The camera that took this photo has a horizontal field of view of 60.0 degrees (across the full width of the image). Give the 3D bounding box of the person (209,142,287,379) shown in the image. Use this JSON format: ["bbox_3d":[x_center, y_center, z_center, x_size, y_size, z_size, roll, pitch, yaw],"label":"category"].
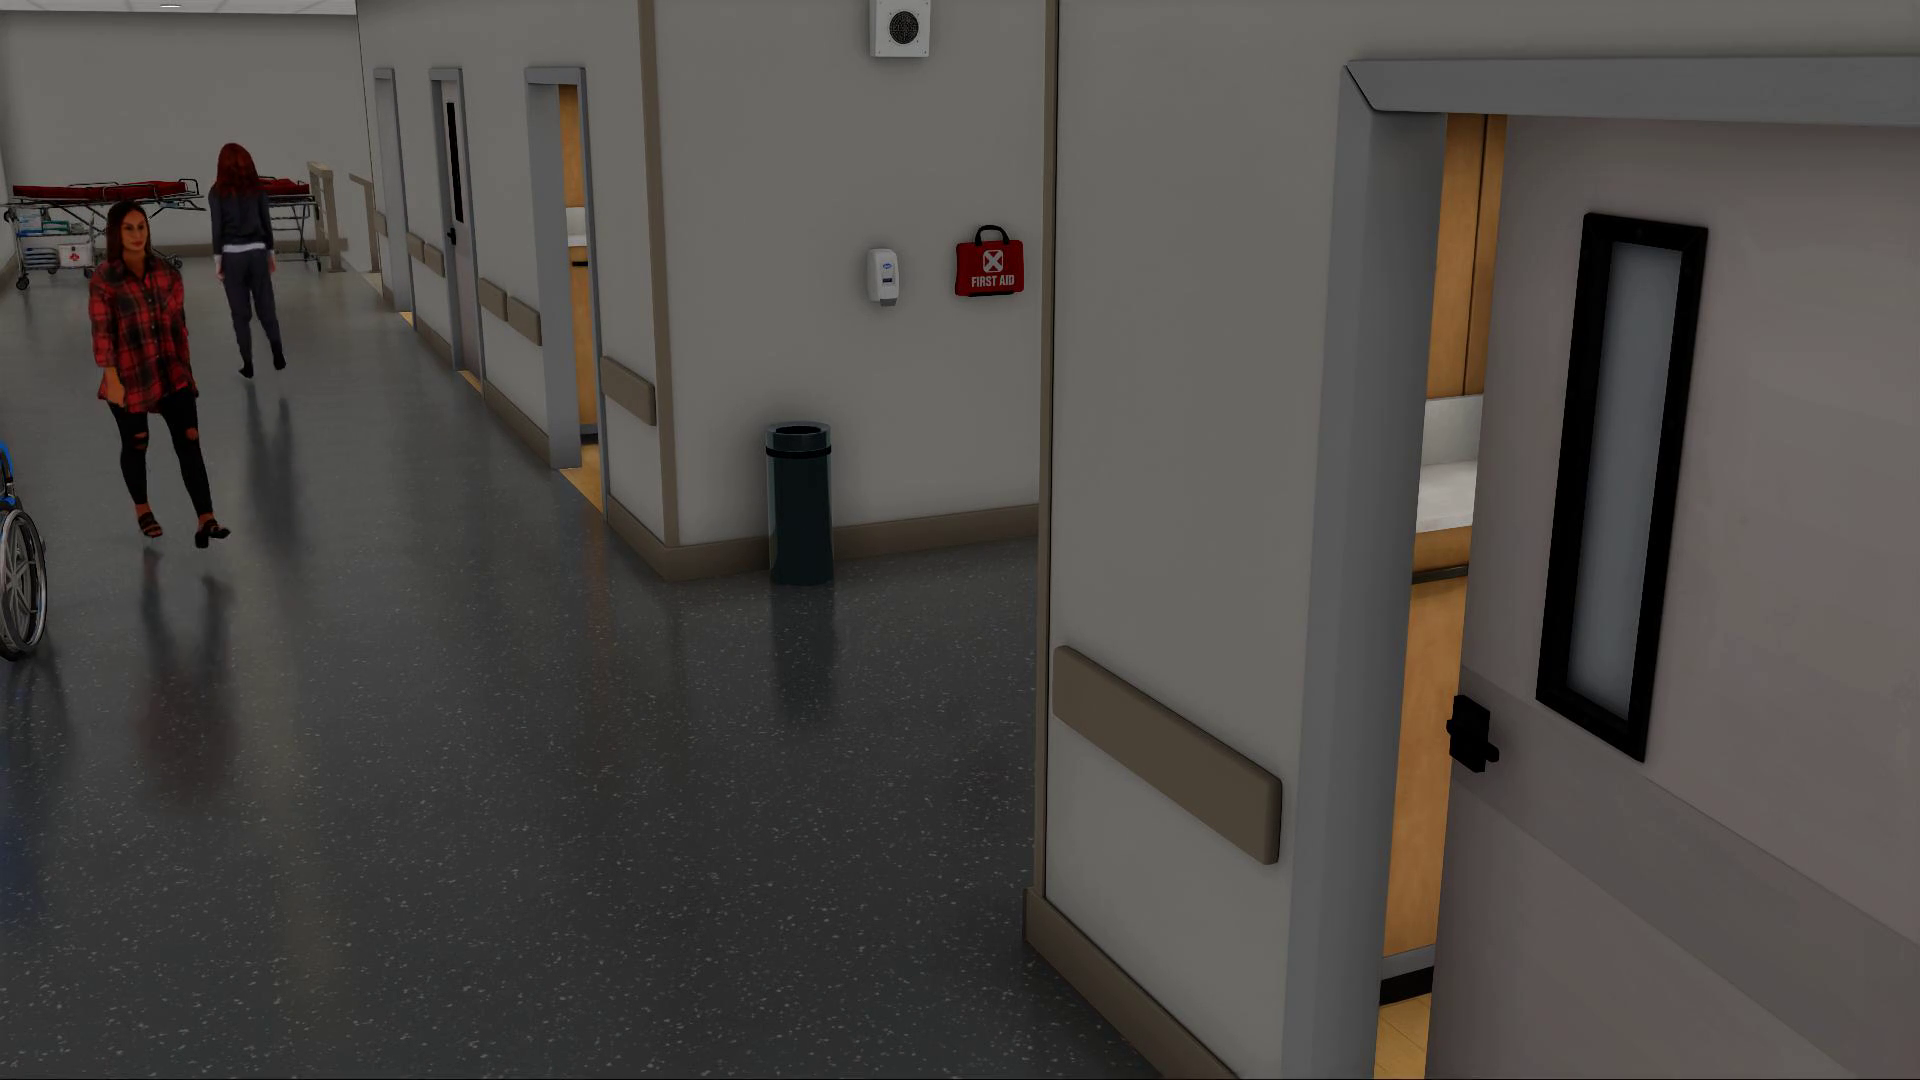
[{"bbox_3d":[-5.340,-2.061,12.478,0.694,1.763,0.973,-11,19,-34],"label":"person"}]

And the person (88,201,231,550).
[{"bbox_3d":[-3.988,-0.768,8.094,1.169,1.654,0.911,14,21,40],"label":"person"}]
